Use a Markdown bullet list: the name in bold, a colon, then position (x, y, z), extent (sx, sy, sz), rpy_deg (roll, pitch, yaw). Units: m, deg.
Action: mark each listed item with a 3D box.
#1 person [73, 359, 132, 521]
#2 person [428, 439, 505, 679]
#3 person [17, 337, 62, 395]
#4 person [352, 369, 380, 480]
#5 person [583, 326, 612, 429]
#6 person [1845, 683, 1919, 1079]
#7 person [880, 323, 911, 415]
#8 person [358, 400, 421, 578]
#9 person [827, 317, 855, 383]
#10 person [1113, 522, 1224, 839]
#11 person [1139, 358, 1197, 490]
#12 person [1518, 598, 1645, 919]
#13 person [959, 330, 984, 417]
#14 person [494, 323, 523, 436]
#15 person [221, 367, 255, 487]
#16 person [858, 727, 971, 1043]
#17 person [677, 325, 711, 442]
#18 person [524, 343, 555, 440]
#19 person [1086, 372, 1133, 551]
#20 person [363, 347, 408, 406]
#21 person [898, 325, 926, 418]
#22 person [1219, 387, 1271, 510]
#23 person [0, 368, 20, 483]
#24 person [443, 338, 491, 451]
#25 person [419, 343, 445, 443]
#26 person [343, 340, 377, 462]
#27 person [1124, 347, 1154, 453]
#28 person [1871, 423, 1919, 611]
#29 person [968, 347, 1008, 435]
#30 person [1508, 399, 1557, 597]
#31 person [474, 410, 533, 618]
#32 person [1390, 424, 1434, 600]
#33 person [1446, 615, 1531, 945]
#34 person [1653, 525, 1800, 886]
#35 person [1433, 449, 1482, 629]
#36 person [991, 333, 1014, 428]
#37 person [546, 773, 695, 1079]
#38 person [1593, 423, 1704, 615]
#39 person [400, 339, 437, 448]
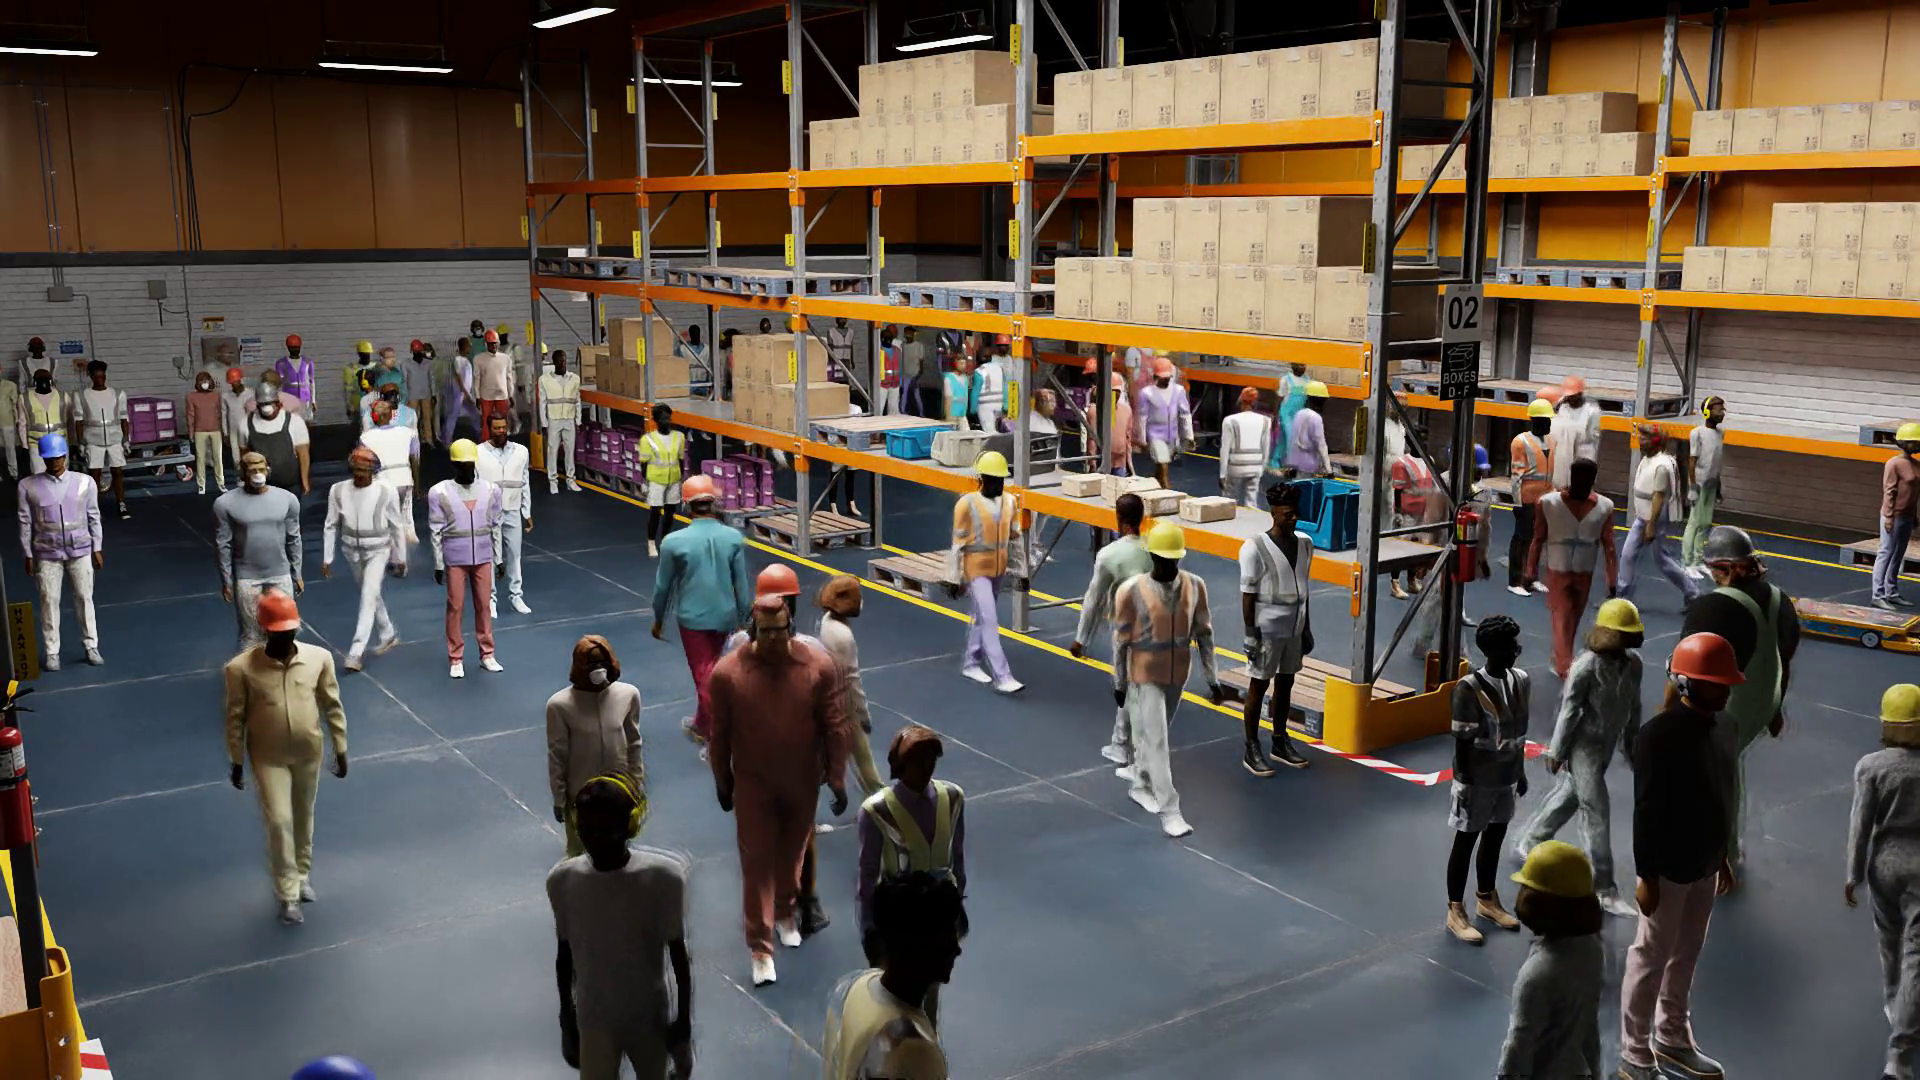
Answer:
- **person**: position (-10.425, -1.213, 20.248), extent (0.607, 1.966, 0.367), rpy_deg (-7, 13, -34)
- **person**: position (-3.962, 0.141, 13.415), extent (0.589, 1.929, 0.366), rpy_deg (-7, 13, -34)
- **person**: position (-13.815, -2.103, 25.020), extent (0.574, 1.883, 0.356), rpy_deg (-7, 13, -34)
- **person**: position (-7.210, -1.167, 20.318), extent (0.383, 1.856, 0.539), rpy_deg (2, 11, 12)
- **person**: position (-6.075, -2.705, 28.104), extent (0.574, 1.883, 0.356), rpy_deg (-7, 13, -34)
- **person**: position (4.160, 1.470, 7.258), extent (0.537, 1.679, 0.927), rpy_deg (7, 13, 31)
- **person**: position (-1.153, -2.876, 29.141), extent (0.588, 1.836, 1.048), rpy_deg (-4, 12, -22)
- **person**: position (-5.915, -0.528, 17.119), extent (0.725, 1.813, 0.579), rpy_deg (8, 14, 37)
- **person**: position (-2.291, -3.450, 31.997), extent (0.565, 1.850, 0.390), rpy_deg (-7, 13, -34)
- **person**: position (1.263, 0.827, 10.012), extent (0.608, 1.877, 0.963), rpy_deg (-5, 12, -22)
- **person**: position (2.518, -1.269, 20.544), extent (0.623, 1.969, 1.097), rpy_deg (-5, 12, -23)
- **person**: position (3.413, 1.105, 9.082), extent (0.491, 1.699, 0.870), rpy_deg (-7, 13, -31)
- **person**: position (0.169, -3.223, 30.666), extent (0.599, 1.908, 0.741), rpy_deg (-5, 12, -25)
- **person**: position (-7.624, -2.670, 27.863), extent (0.600, 1.911, 0.428), rpy_deg (5, 12, 25)
- **person**: position (-9.533, -1.463, 22.188), extent (0.575, 1.716, 0.621), rpy_deg (0, 11, 1)
- **person**: position (-0.195, 1.566, 6.887), extent (0.524, 1.635, 0.317), rpy_deg (-8, 13, -34)
- **person**: position (-4.361, -2.588, 27.415), extent (0.591, 1.919, 0.392), rpy_deg (-7, 13, -34)
- **person**: position (-6.445, -2.173, 25.680), extent (0.525, 1.769, 0.314), rpy_deg (-7, 13, -34)
- **person**: position (1.658, -0.859, 18.366), extent (0.611, 1.995, 0.381), rpy_deg (-7, 13, -34)
- **person**: position (-7.981, -1.749, 23.202), extent (0.411, 1.883, 0.672), rpy_deg (7, 13, 31)
- **person**: position (-0.840, -2.851, 29.027), extent (0.499, 1.824, 0.916), rpy_deg (4, 12, 20)
- **person**: position (3.072, -0.746, 18.185), extent (0.597, 1.843, 0.871), rpy_deg (-2, 11, -12)
- **person**: position (-13.288, -1.640, 22.981), extent (0.563, 1.751, 0.329), rpy_deg (-7, 13, -34)
- **person**: position (-7.748, -2.277, 26.144), extent (0.984, 1.785, 0.530), rpy_deg (3, 11, 13)
- **person**: position (-8.675, -2.405, 27.205), extent (0.500, 1.633, 0.281), rpy_deg (-7, 13, -34)
- **person**: position (-8.842, -2.023, 24.591), extent (0.597, 1.903, 0.808), rpy_deg (-9, 14, -39)
- **person**: position (2.940, -2.388, 26.075), extent (0.682, 2.000, 0.537), rpy_deg (-7, 13, -34)
- **person**: position (8.876, -0.223, 15.690), extent (0.525, 1.772, 0.308), rpy_deg (-7, 13, -34)
- **person**: position (0.317, -1.914, 24.285), extent (0.928, 1.792, 0.648), rpy_deg (10, 15, 41)
- **person**: position (5.620, -0.420, 16.286), extent (0.587, 1.930, 0.363), rpy_deg (-7, 13, -34)
- **person**: position (-4.260, -0.248, 15.429), extent (0.591, 1.922, 0.392), rpy_deg (-7, 13, -34)
- **person**: position (4.396, -0.278, 16.152), extent (0.535, 1.700, 0.318), rpy_deg (-7, 13, -34)
- **person**: position (2.718, 1.211, 8.537), extent (0.535, 1.697, 0.318), rpy_deg (-7, 13, -34)
- **person**: position (4.229, 0.886, 9.319), extent (0.688, 2.000, 0.645), rpy_deg (-5, 12, -26)
- **person**: position (4.470, -0.063, 14.899), extent (0.563, 1.755, 0.322), rpy_deg (-7, 13, -34)
- **person**: position (0.641, -2.180, 25.262), extent (0.545, 1.942, 0.353), rpy_deg (-7, 13, -34)
- **person**: position (-1.169, 1.671, 5.855), extent (0.512, 1.837, 0.941), rpy_deg (0, 11, -2)
- **person**: position (6.487, -0.192, 15.460), extent (0.914, 1.805, 0.573), rpy_deg (1, 11, 5)
- **person**: position (-8.586, -2.312, 26.421), extent (0.563, 1.751, 0.329), rpy_deg (-7, 13, -34)
